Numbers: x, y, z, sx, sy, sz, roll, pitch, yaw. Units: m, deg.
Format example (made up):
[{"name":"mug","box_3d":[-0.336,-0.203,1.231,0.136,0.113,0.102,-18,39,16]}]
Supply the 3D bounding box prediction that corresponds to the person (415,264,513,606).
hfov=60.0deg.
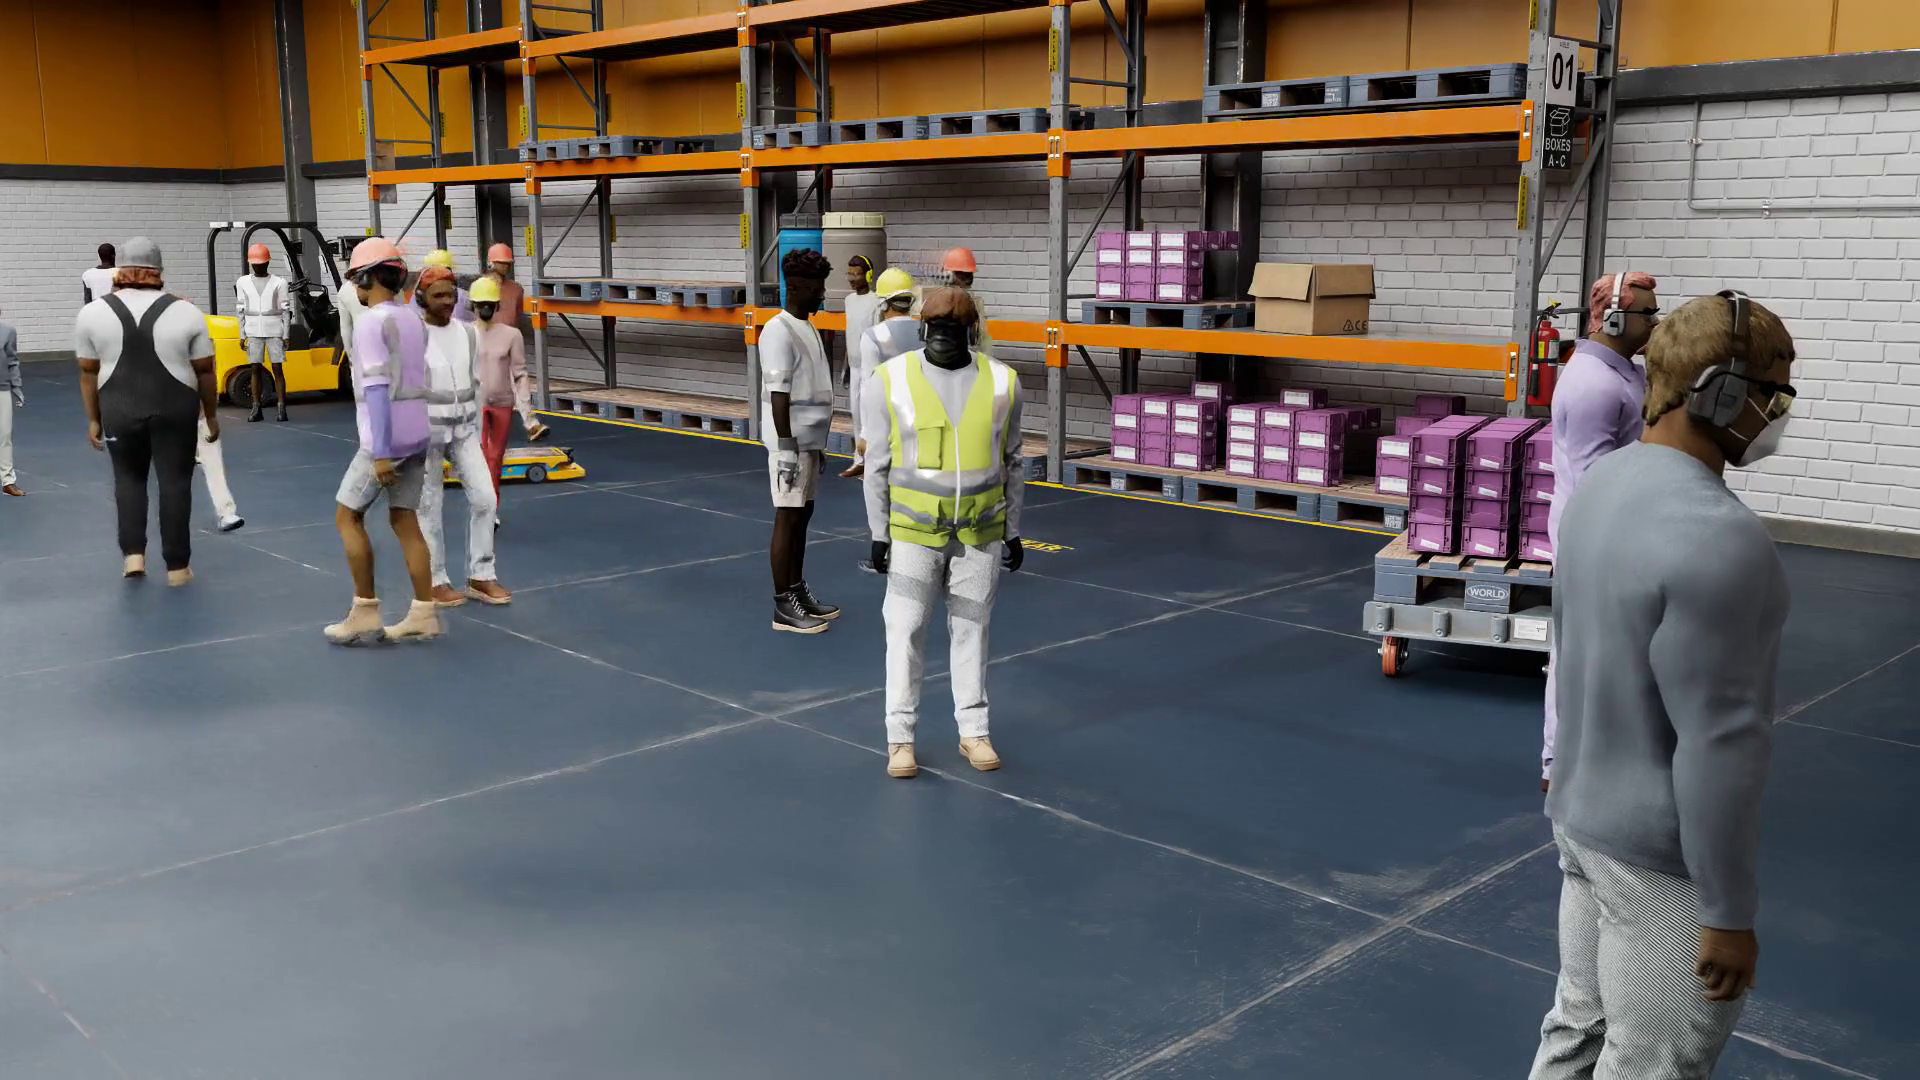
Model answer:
[{"name":"person","box_3d":[-2.735,-0.538,8.948,0.662,1.864,0.595,9,13,39]}]

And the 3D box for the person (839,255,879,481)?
[{"name":"person","box_3d":[-0.809,-1.426,13.826,0.334,1.860,0.509,-9,14,-41]}]

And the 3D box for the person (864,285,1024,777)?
[{"name":"person","box_3d":[-0.050,-0.029,6.259,0.621,1.840,0.430,-2,11,-13]}]

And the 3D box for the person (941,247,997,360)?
[{"name":"person","box_3d":[-0.038,-1.295,12.933,1.066,1.940,0.616,6,12,28]}]

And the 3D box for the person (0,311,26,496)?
[{"name":"person","box_3d":[-7.480,-1.127,12.799,0.279,1.634,0.497,9,14,41]}]

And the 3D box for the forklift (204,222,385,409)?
[{"name":"forklift","box_3d":[-8.169,-2.758,20.163,2.313,2.155,1.214,-10,14,-44]}]

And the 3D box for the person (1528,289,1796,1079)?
[{"name":"person","box_3d":[1.214,0.540,2.893,0.372,1.934,0.627,0,10,0]}]

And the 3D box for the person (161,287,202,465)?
[{"name":"person","box_3d":[-6.949,-1.458,14.346,0.810,1.736,0.546,1,10,6]}]

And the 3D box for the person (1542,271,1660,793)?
[{"name":"person","box_3d":[2.313,-0.005,5.977,0.402,1.901,0.647,4,11,23]}]

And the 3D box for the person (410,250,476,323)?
[{"name":"person","box_3d":[-4.527,-1.570,14.511,0.599,1.884,0.927,-8,13,-37]}]

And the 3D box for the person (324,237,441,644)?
[{"name":"person","box_3d":[-2.912,-0.480,8.263,0.715,2.003,0.654,1,10,7]}]

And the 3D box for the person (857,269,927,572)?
[{"name":"person","box_3d":[-0.392,-0.693,9.992,0.605,1.829,0.493,-9,14,-40]}]

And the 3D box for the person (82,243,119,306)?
[{"name":"person","box_3d":[-10.740,-2.783,21.054,0.598,1.917,0.378,-1,10,-5]}]

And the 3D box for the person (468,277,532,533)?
[{"name":"person","box_3d":[-3.180,-0.904,11.295,0.550,1.722,0.883,-6,12,-28]}]

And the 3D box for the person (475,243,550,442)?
[{"name":"person","box_3d":[-4.475,-1.921,16.302,1.069,1.934,0.615,10,14,42]}]

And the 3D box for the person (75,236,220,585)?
[{"name":"person","box_3d":[-4.670,-0.751,9.637,0.697,2.000,0.549,-3,11,-17]}]

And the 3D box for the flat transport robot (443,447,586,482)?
[{"name":"flat transport robot","box_3d":[-3.871,-0.614,13.721,1.431,0.197,0.652,-4,11,-23]}]

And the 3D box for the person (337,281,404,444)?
[{"name":"person","box_3d":[-5.124,-1.616,14.632,0.627,1.940,0.370,2,11,11]}]

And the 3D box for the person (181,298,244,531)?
[{"name":"person","box_3d":[-5.245,-0.829,11.298,0.855,1.594,0.524,10,14,42]}]

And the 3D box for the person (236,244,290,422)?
[{"name":"person","box_3d":[-7.566,-2.245,18.088,0.542,1.931,0.366,-2,11,-13]}]

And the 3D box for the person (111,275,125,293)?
[{"name":"person","box_3d":[-8.932,-2.050,17.864,0.513,1.616,0.589,-7,13,-35]}]

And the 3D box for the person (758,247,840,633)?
[{"name":"person","box_3d":[-0.827,-0.514,8.569,0.369,1.958,0.602,2,11,9]}]
